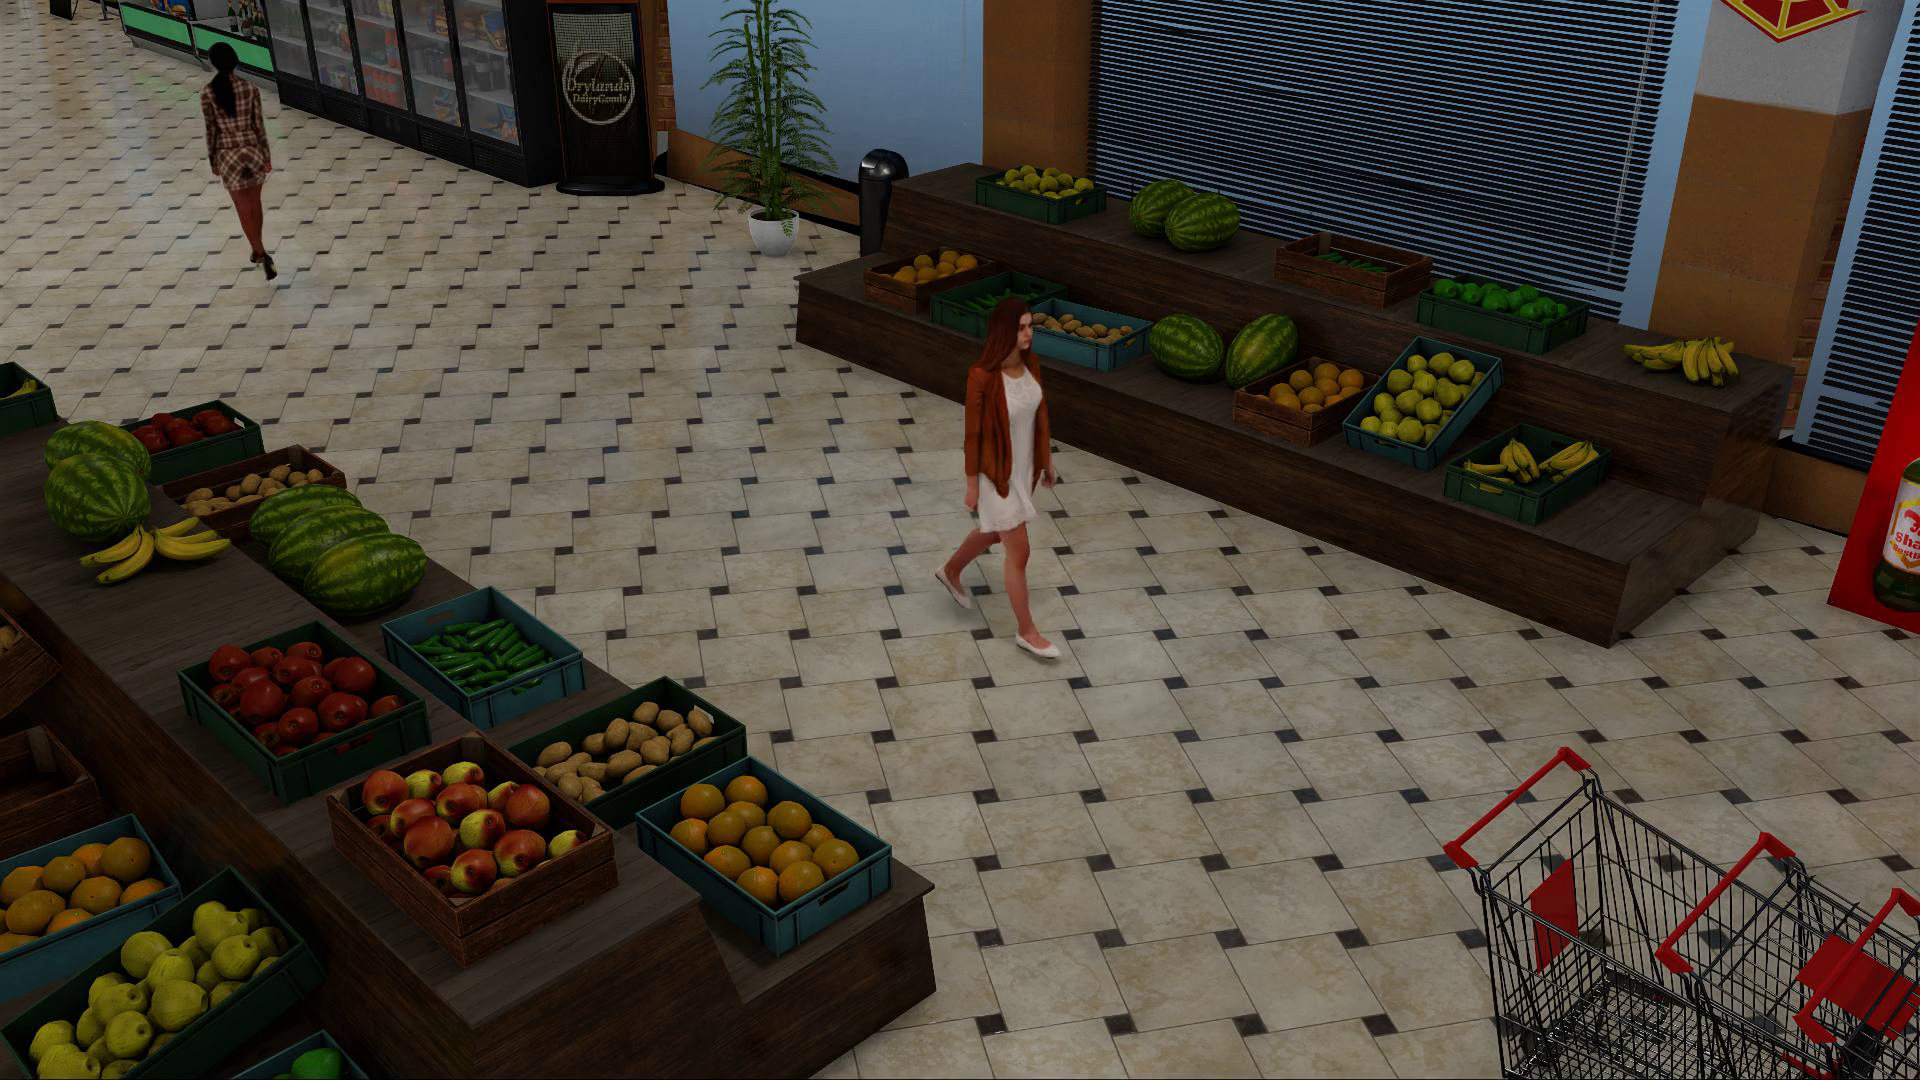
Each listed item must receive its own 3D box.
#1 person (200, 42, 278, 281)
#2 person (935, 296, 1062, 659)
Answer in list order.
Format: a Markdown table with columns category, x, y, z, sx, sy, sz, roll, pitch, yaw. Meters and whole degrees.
| category | x | y | z | sx | sy | sz | roll | pitch | yaw |
| --- | --- | --- | --- | --- | --- | --- | --- | --- | --- |
| person | -5.392 | -2.796 | 12.514 | 0.752 | 1.757 | 1.111 | -16 | 31 | -28 |
| person | 0.144 | -0.326 | 7.720 | 1.085 | 1.688 | 0.656 | 21 | 34 | 36 |
